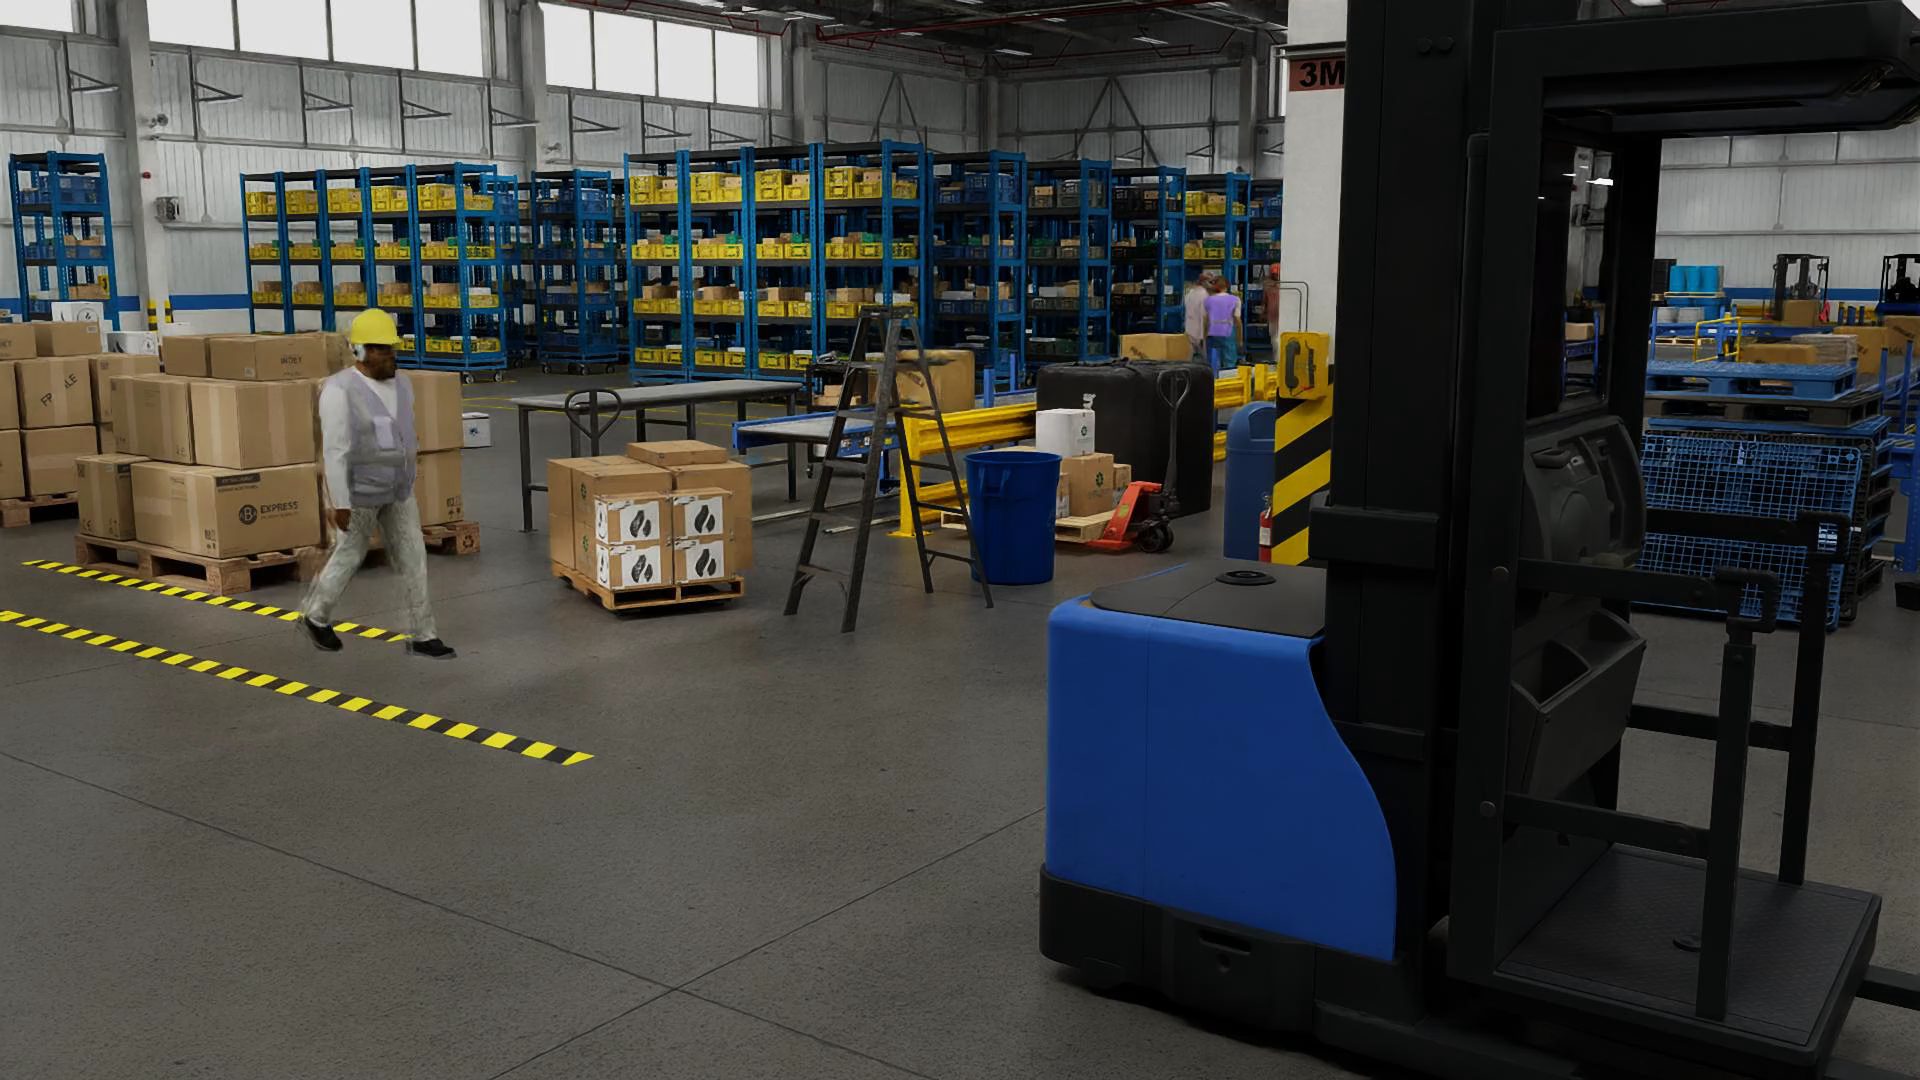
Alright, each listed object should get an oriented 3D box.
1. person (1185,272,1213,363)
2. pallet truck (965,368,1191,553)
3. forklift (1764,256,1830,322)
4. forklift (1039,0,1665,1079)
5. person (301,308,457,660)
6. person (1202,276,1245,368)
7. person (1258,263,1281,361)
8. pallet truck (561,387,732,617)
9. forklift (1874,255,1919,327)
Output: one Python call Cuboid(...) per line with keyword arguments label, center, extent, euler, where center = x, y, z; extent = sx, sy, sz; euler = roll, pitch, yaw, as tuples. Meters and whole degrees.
Cuboid(label="person", center=(3.649, -3.091, 25.030), extent=(1.044, 1.839, 0.657), euler=(-5, 11, -27))
Cuboid(label="pallet truck", center=(0.845, -0.609, 11.869), extent=(1.630, 1.274, 0.653), euler=(7, 12, 35))
Cuboid(label="forklift", center=(20.253, -5.854, 40.139), extent=(1.157, 1.987, 2.680), euler=(7, 12, 35))
Cuboid(label="forklift", center=(1.249, -0.137, 4.360), extent=(1.873, 2.768, 1.129), euler=(7, 12, 35))
Cuboid(label="person", center=(-3.040, -0.281, 8.468), extent=(0.894, 1.798, 0.605), euler=(5, 11, 26))
Cuboid(label="person", center=(3.781, -2.897, 23.979), extent=(0.642, 1.812, 0.590), euler=(5, 11, 28))
Cuboid(label="person", center=(5.533, -3.889, 29.387), extent=(0.726, 1.968, 0.664), euler=(-9, 13, -43))
Cuboid(label="pallet truck", center=(-1.981, -0.274, 10.088), extent=(0.680, 1.201, 1.601), euler=(-5, 11, -28))
Cuboid(label="forklift", center=(22.089, -5.634, 38.796), extent=(1.157, 1.987, 2.680), euler=(6, 11, 33))
